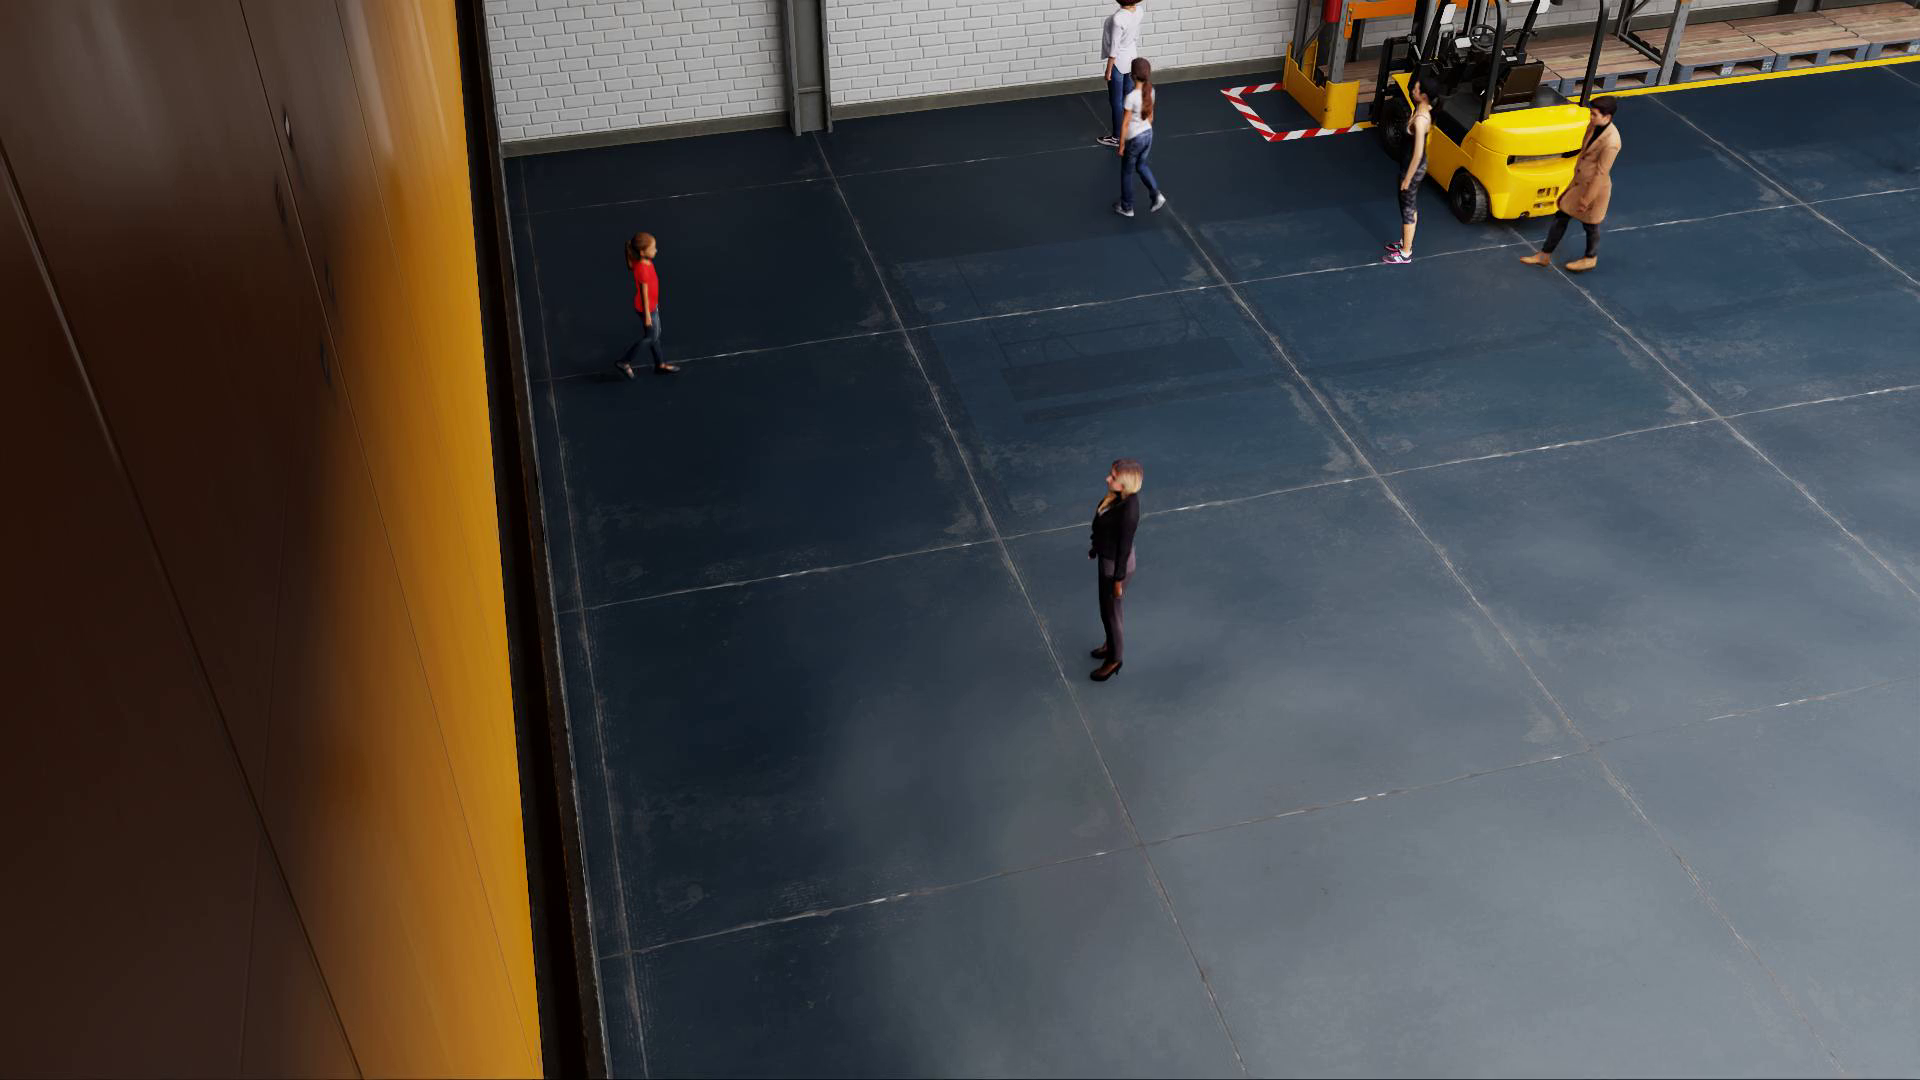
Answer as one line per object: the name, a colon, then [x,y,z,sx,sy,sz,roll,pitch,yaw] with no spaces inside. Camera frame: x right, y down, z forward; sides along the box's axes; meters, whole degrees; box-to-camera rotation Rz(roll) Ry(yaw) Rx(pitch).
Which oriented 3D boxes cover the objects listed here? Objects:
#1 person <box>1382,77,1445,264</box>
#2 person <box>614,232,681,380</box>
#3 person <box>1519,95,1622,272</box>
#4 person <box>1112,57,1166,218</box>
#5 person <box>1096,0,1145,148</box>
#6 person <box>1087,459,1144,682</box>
person: [4.034,-3.285,14.798,0.694,1.728,0.662,12,40,15]
person: [-2.586,-1.875,13.379,0.753,1.296,0.533,-4,39,-5]
person: [5.623,-3.108,14.600,0.954,1.699,0.712,-5,39,-6]
person: [1.692,-3.710,15.471,0.813,1.553,0.790,-30,47,-32]
person: [1.649,-4.840,16.758,0.811,1.712,0.731,26,46,29]
person: [1.018,0.159,10.532,0.587,1.670,0.643,-1,39,-1]
